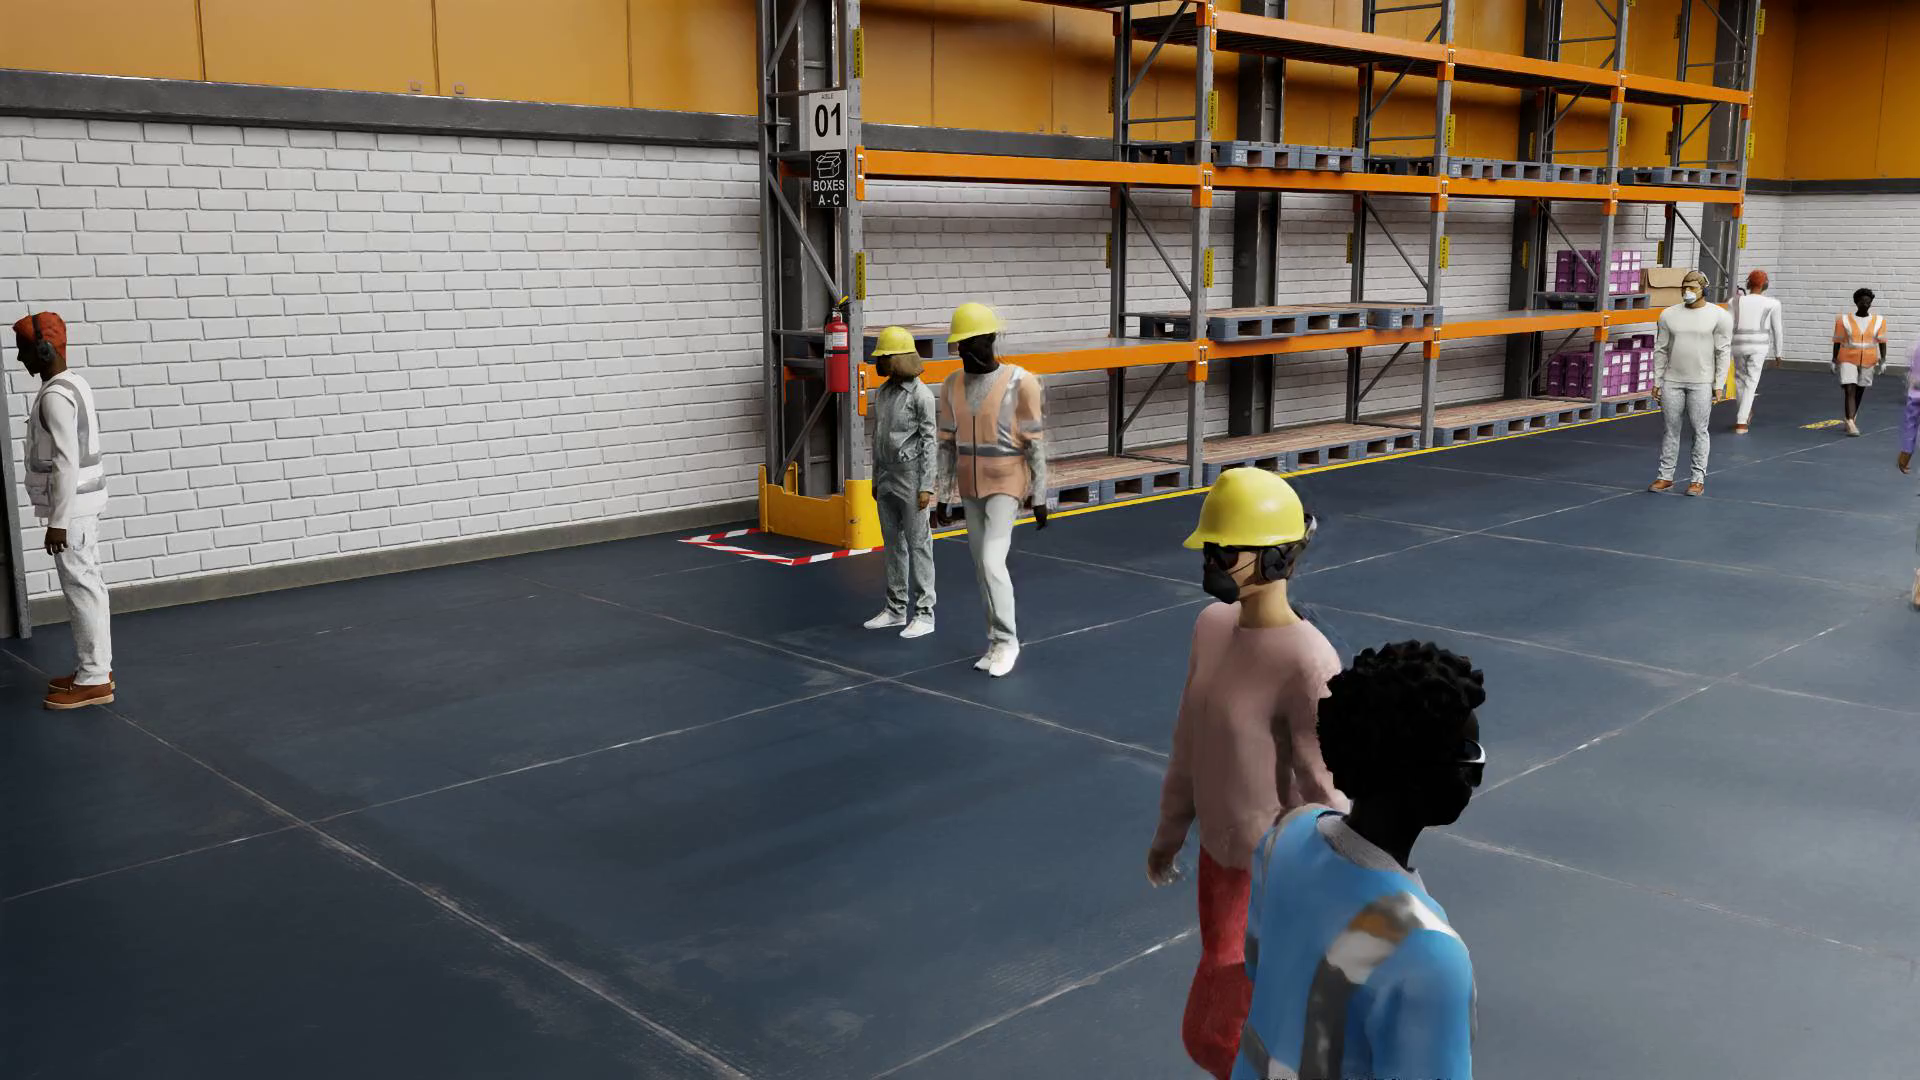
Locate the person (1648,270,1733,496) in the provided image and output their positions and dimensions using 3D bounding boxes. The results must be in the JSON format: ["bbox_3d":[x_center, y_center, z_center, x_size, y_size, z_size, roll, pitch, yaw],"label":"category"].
[{"bbox_3d":[6.302,-1.352,14.393,0.635,1.938,0.359,10,14,42],"label":"person"}]

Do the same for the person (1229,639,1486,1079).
[{"bbox_3d":[0.624,0.966,2.448,0.723,1.671,0.566,-1,10,-7],"label":"person"}]

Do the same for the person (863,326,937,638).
[{"bbox_3d":[-0.340,-0.322,9.316,0.325,1.740,0.493,-9,14,-40],"label":"person"}]

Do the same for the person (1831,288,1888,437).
[{"bbox_3d":[10.125,-2.005,18.740,0.545,1.651,0.866,3,11,14],"label":"person"}]

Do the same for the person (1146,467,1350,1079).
[{"bbox_3d":[0.608,0.710,3.662,0.372,1.754,0.530,-3,11,-14],"label":"person"}]

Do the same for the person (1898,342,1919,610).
[{"bbox_3d":[5.975,-0.557,9.892,0.602,2.004,0.789,2,11,13],"label":"person"}]

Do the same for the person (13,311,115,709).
[{"bbox_3d":[-4.267,-0.142,7.939,0.356,1.887,0.572,-4,11,-21],"label":"person"}]

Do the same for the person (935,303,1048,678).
[{"bbox_3d":[0.120,-0.248,8.474,0.610,1.900,0.566,8,13,36],"label":"person"}]

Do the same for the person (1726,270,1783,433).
[{"bbox_3d":[9.111,-2.165,19.105,0.607,1.829,0.991,8,13,36],"label":"person"}]
